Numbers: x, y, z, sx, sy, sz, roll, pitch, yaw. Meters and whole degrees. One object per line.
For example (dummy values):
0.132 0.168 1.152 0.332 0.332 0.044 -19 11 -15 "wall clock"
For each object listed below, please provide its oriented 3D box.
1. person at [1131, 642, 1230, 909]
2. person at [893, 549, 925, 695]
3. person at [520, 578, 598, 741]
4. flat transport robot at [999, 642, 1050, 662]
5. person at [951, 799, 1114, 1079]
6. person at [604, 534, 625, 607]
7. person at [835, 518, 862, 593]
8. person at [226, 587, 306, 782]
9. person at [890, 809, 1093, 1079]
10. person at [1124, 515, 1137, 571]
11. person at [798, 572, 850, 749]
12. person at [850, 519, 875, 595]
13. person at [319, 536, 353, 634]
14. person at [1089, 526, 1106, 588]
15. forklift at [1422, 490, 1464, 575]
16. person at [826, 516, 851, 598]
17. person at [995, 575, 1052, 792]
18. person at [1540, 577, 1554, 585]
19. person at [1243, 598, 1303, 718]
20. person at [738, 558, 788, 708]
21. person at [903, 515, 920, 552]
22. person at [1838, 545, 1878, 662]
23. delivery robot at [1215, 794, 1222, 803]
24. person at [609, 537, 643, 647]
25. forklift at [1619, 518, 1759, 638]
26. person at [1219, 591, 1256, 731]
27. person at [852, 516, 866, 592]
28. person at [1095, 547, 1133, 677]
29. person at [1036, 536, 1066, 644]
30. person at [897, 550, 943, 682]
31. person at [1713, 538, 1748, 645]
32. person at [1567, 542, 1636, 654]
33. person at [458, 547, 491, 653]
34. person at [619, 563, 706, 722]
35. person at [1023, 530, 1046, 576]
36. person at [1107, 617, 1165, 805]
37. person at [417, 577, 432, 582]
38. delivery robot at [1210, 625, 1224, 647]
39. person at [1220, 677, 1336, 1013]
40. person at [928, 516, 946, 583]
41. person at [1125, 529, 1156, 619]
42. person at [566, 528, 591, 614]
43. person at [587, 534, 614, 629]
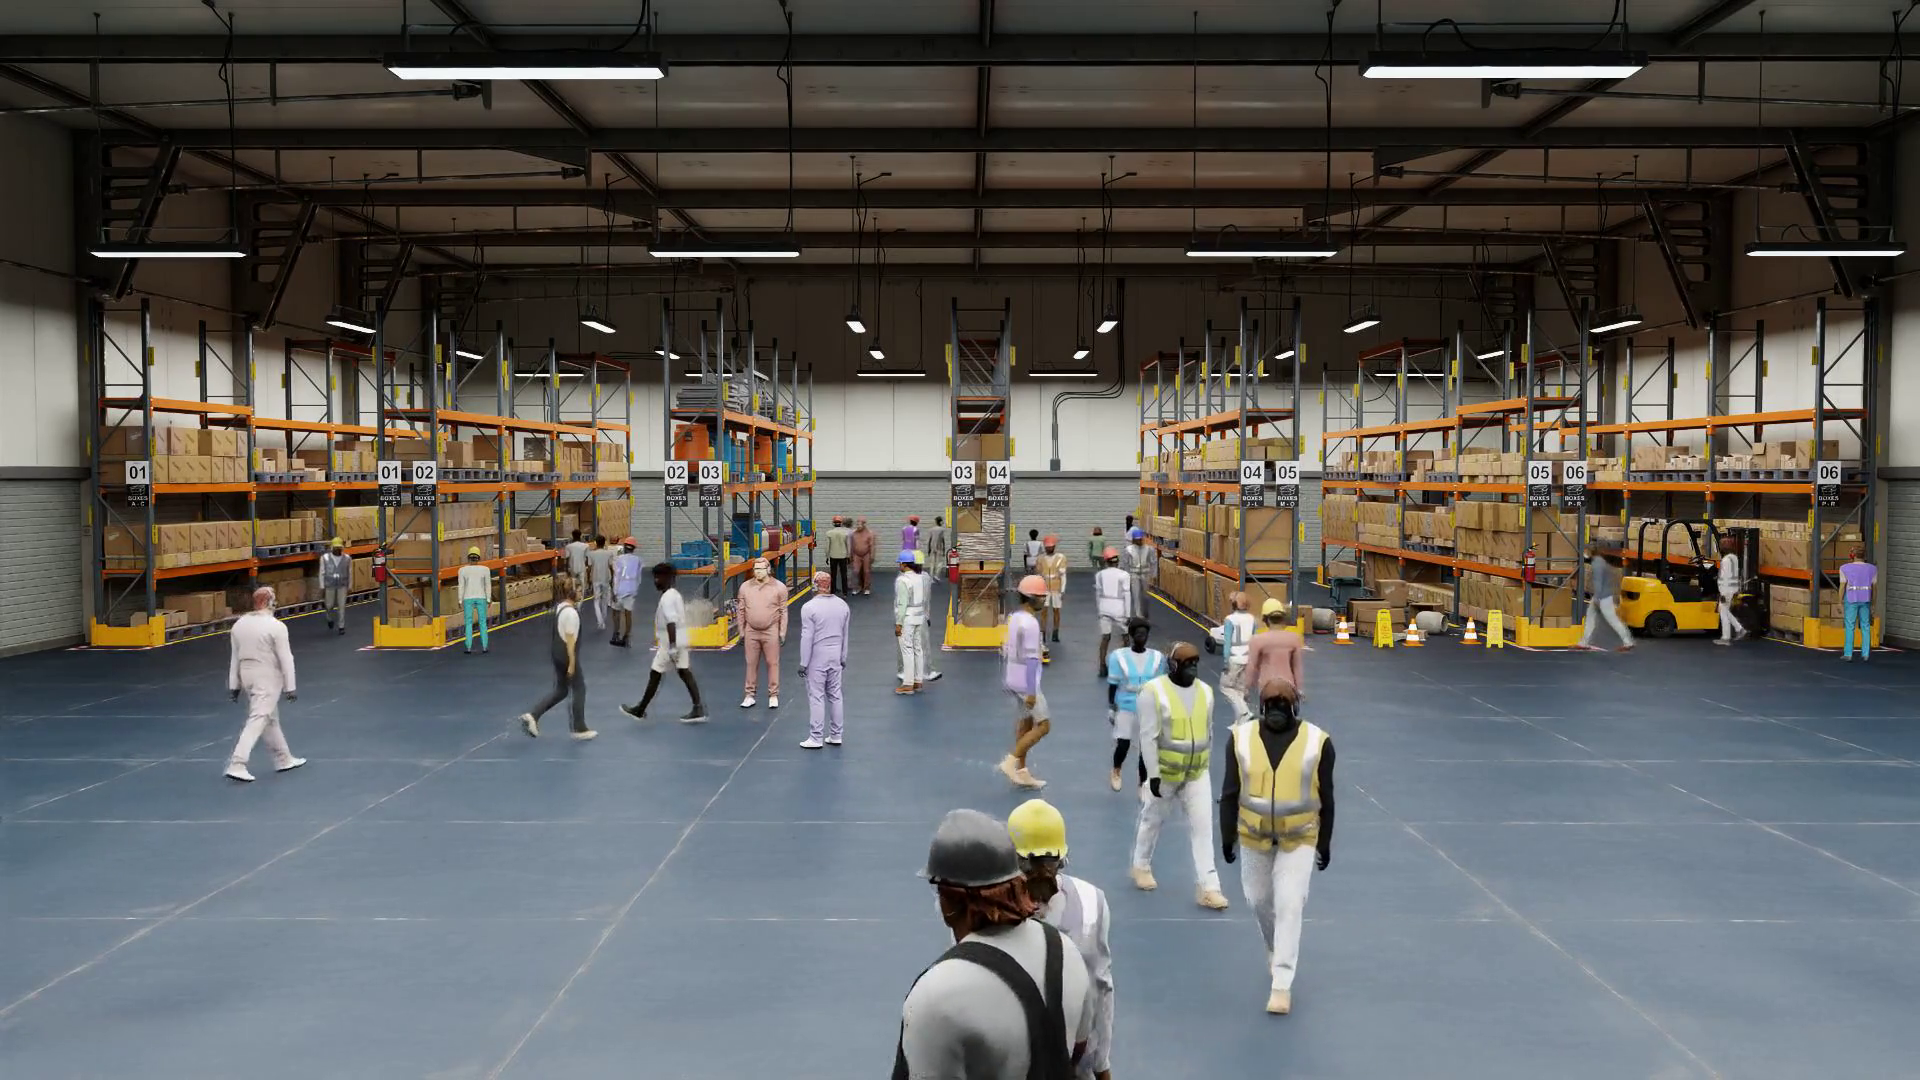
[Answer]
1.502 1.599 11.266 0.626 1.799 0.969 -1 2 -21 "person"
-0.698 1.100 21.833 0.400 1.945 0.615 1 3 27 "person"
-4.414 1.323 17.836 0.774 1.821 0.528 -2 3 -36 "person"
1.026 1.791 25.777 0.652 0.197 1.431 0 2 -5 "flat transport robot"
0.261 1.806 5.645 0.588 1.824 0.403 -1 2 -15 "person"
-7.711 0.689 36.053 0.520 1.636 0.312 0 2 5 "person"
-2.829 0.389 40.525 0.901 1.885 0.698 -2 3 -42 "person"
-6.787 1.389 15.731 0.667 1.864 1.008 1 3 26 "person"
0.142 1.765 4.494 0.768 2.000 0.682 2 3 38 "person"
4.731 0.245 44.169 0.734 1.889 0.647 -1 2 -20 "person"
-1.501 1.294 17.491 0.408 1.905 0.653 2 3 44 "person"
-2.423 0.429 39.662 0.672 1.874 0.830 0 2 12 "person"
-11.644 0.835 30.144 0.608 1.816 0.597 -1 2 -23 "person"
3.654 0.443 42.532 0.533 1.597 0.763 1 2 24 "person"
13.926 -0.371 47.846 1.873 2.768 1.129 0 2 0 "forklift"
-2.929 0.406 38.822 0.608 1.989 0.387 0 2 -8 "person"
0.624 1.333 15.031 0.492 2.025 0.616 -1 2 -16 "person"
13.224 0.627 36.443 0.320 1.737 0.483 -1 3 -25 "person"
3.012 1.439 15.710 0.553 1.739 0.685 -1 2 -15 "person"
-2.509 1.175 20.480 0.643 1.908 0.399 0 2 7 "person"
-1.282 0.265 43.432 0.581 1.895 0.825 1 3 26 "person"
14.225 1.008 25.574 0.563 1.839 0.377 0 2 6 "person"
2.384 1.993 12.793 0.698 0.223 0.335 1 3 31 "delivery robot"
-5.737 0.892 27.778 0.601 1.887 0.556 -2 3 -41 "person"
13.417 0.684 29.791 2.313 2.155 1.214 0 2 0 "forklift"
3.194 1.392 18.456 0.536 1.624 0.400 -2 3 -41 "person"
-2.511 0.351 41.056 0.568 1.921 0.609 0 2 11 "person"
2.320 1.056 23.811 0.589 1.882 0.791 1 3 26 "person"
1.589 0.872 28.413 0.552 1.883 0.977 0 2 11 "person"
-0.606 1.089 22.996 0.624 1.871 0.962 -1 3 -32 "person"
13.318 0.889 27.998 0.452 1.874 0.582 2 3 40 "person"
10.655 0.956 26.707 1.051 1.869 0.653 1 2 16 "person"
-8.064 0.992 26.815 0.532 1.767 0.328 -1 2 -22 "person"
-3.514 1.225 19.212 1.063 1.899 0.607 0 2 7 "person"
1.766 0.583 38.444 0.541 1.661 0.751 0 2 3 "person"
1.575 1.516 14.578 0.545 1.681 0.475 0 2 -8 "person"
-11.000 0.646 33.540 0.592 1.925 0.380 0 2 3 "person"
4.431 1.571 26.626 0.477 0.478 0.707 -1 2 -22 "delivery robot"
1.809 1.671 9.186 0.635 1.814 0.848 1 2 20 "person"
-0.630 0.269 44.151 0.659 1.833 0.556 2 3 35 "person"
3.576 0.718 32.104 0.631 1.910 0.840 0 2 1 "person"
-8.049 0.671 34.006 0.517 1.848 0.749 0 2 -3 "person"
-6.845 0.802 30.778 0.520 1.842 0.742 -1 2 -19 "person"
